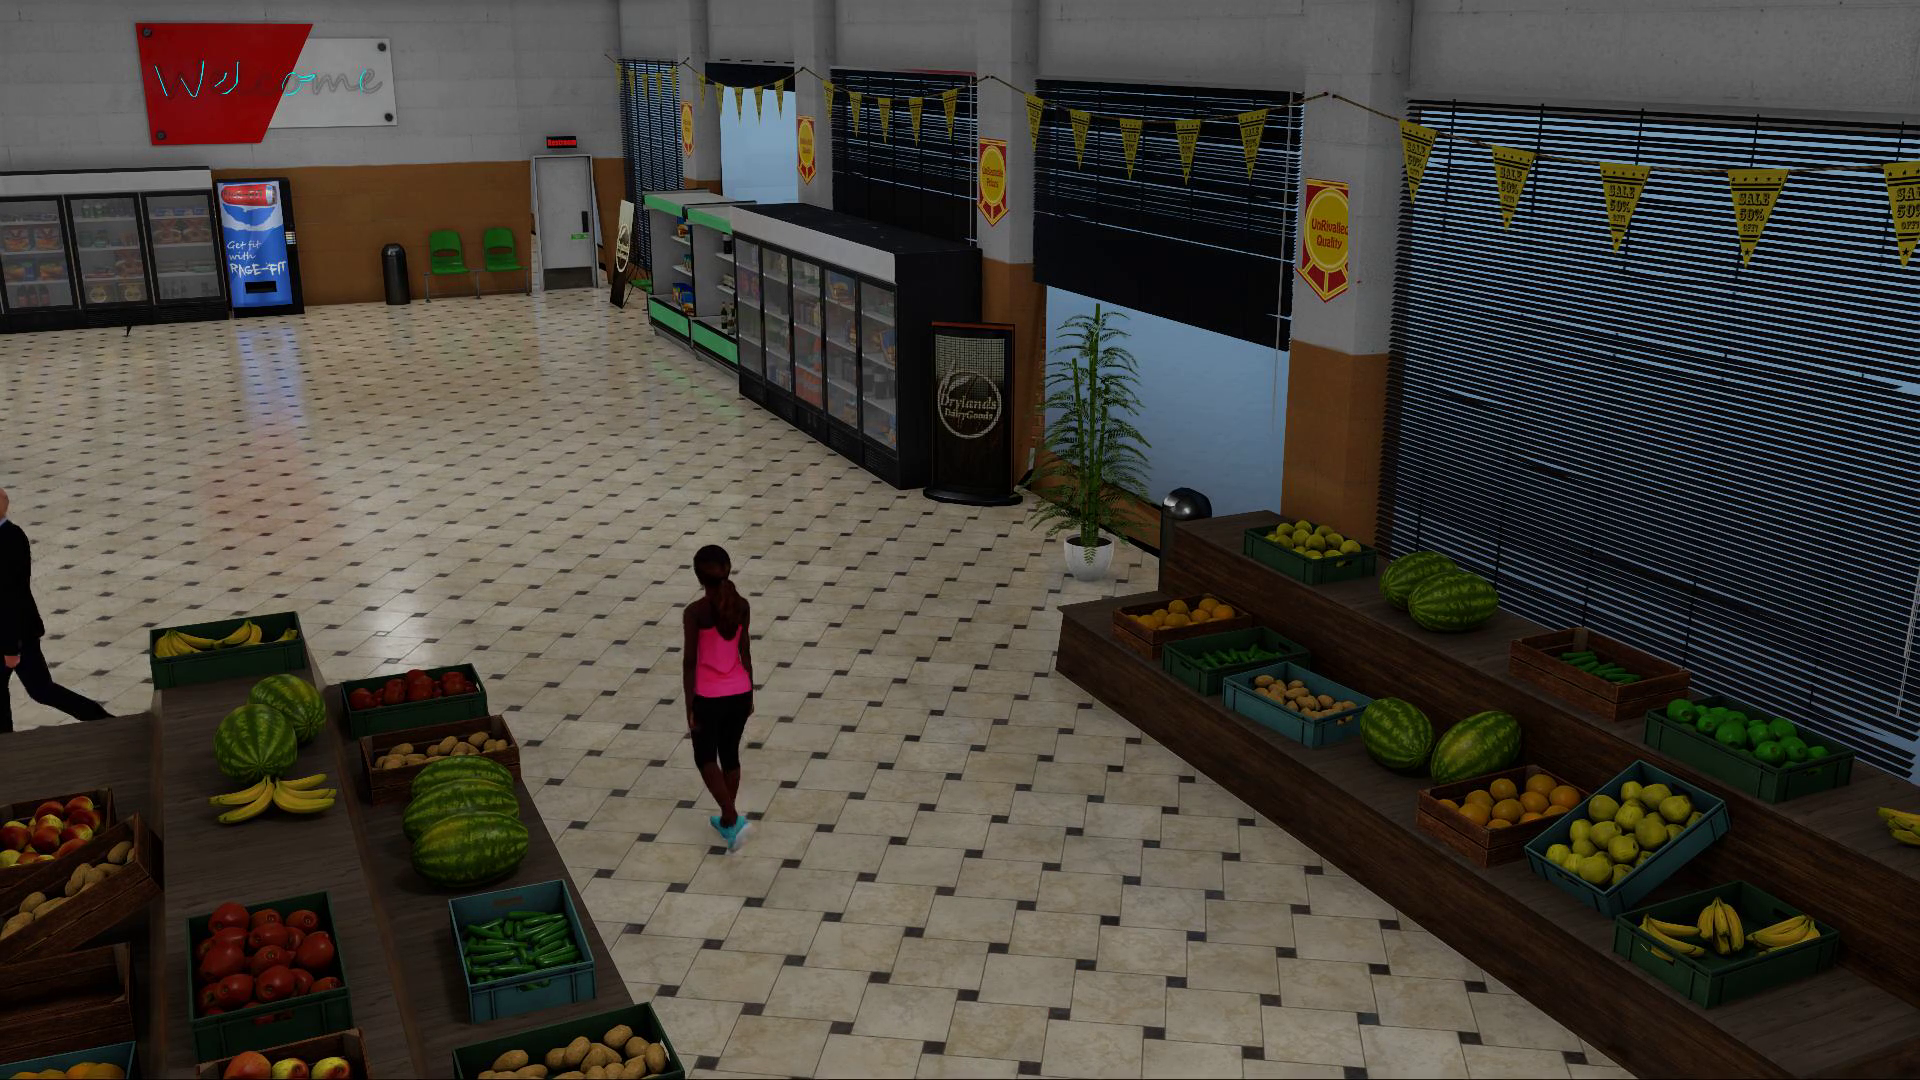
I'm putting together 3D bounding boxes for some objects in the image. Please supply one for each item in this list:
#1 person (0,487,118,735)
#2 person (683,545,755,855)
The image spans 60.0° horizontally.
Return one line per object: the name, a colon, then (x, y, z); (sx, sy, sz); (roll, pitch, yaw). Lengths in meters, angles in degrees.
person: (-5.499, 0.533, 9.851); (0.841, 1.778, 1.111); (-10, 20, -31)
person: (-1.241, 0.883, 8.820); (0.591, 1.707, 0.918); (-9, 19, -27)
